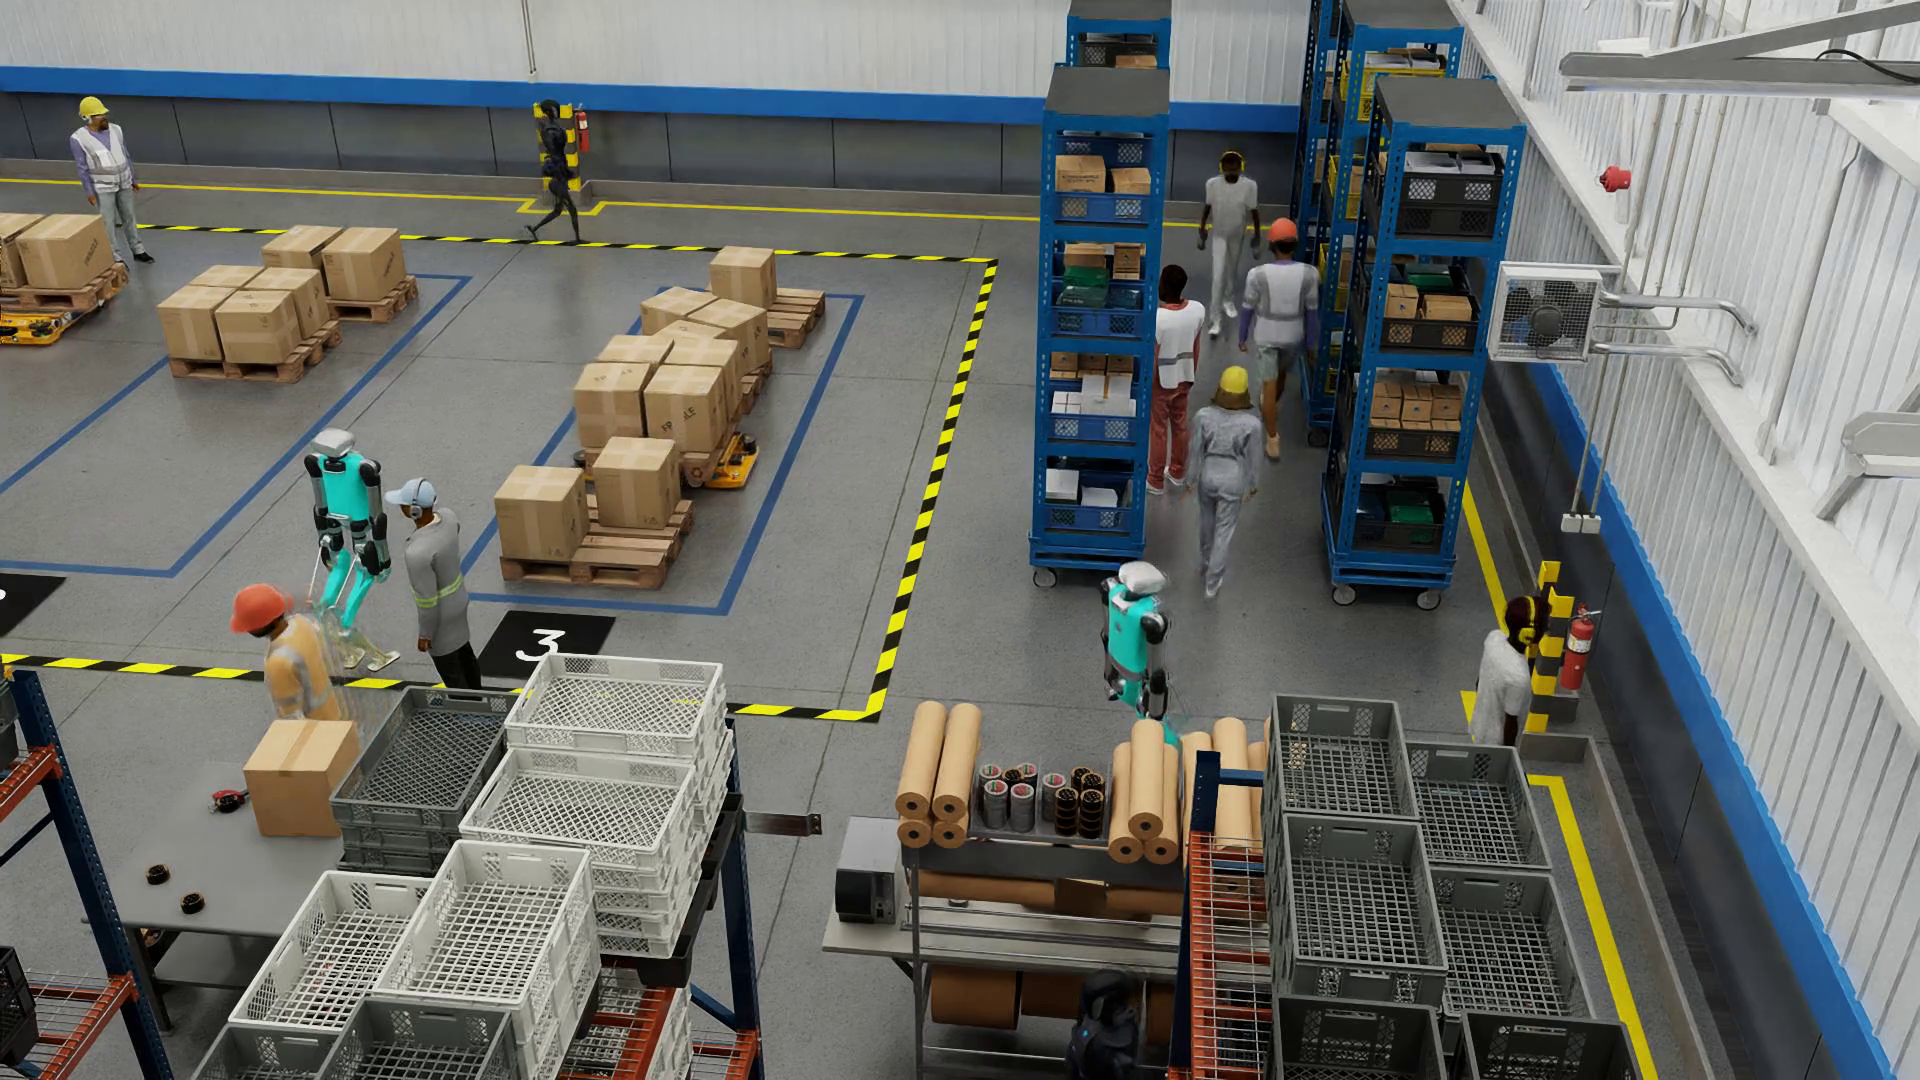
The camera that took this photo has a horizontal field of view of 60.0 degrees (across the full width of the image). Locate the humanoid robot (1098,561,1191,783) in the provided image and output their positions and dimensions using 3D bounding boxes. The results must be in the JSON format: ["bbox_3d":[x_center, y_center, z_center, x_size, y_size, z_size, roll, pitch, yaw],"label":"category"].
[{"bbox_3d":[1.188,0.893,9.787,0.783,1.893,0.548,-17,34,-27],"label":"humanoid robot"}]

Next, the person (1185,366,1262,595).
[{"bbox_3d":[1.930,-0.486,12.055,0.514,1.714,0.762,11,32,18],"label":"person"}]

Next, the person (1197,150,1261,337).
[{"bbox_3d":[2.620,-2.912,16.146,0.610,1.802,0.995,5,31,8],"label":"person"}]

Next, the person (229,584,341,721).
[{"bbox_3d":[-3.762,1.024,9.293,0.878,1.886,0.594,1,30,1],"label":"person"}]

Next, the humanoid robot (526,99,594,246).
[{"bbox_3d":[-4.468,-4.018,18.197,0.699,1.624,0.599,-2,30,-4],"label":"humanoid robot"}]

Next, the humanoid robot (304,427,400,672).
[{"bbox_3d":[-4.055,0.150,10.823,0.533,1.677,0.735,9,31,16],"label":"humanoid robot"}]

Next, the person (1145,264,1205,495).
[{"bbox_3d":[1.658,-1.270,13.212,0.590,1.921,0.392,-21,36,-32],"label":"person"}]

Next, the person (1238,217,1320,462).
[{"bbox_3d":[2.646,-1.731,13.953,0.615,1.972,1.076,-2,30,-3],"label":"person"}]

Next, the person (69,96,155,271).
[{"bbox_3d":[-8.970,-3.766,17.580,0.404,1.836,0.599,17,34,27],"label":"person"}]

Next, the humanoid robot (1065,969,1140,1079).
[{"bbox_3d":[0.554,2.455,7.078,0.719,1.630,0.596,-11,32,-18],"label":"humanoid robot"}]

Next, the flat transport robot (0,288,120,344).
[{"bbox_3d":[-9.095,-2.336,16.658,0.652,0.197,1.431,1,30,2],"label":"flat transport robot"}]

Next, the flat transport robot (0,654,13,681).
[{"bbox_3d":[-7.142,0.969,11.010,1.431,0.231,0.659,3,30,6],"label":"flat transport robot"}]

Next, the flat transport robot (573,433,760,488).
[{"bbox_3d":[-2.445,-0.701,13.850,1.431,0.197,0.652,3,30,6],"label":"flat transport robot"}]

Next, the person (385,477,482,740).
[{"bbox_3d":[-3.248,0.432,10.358,0.366,1.852,0.589,2,30,3],"label":"person"}]

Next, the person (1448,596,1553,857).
[{"bbox_3d":[2.969,1.112,9.176,0.310,1.864,0.529,-1,30,-1],"label":"person"}]
